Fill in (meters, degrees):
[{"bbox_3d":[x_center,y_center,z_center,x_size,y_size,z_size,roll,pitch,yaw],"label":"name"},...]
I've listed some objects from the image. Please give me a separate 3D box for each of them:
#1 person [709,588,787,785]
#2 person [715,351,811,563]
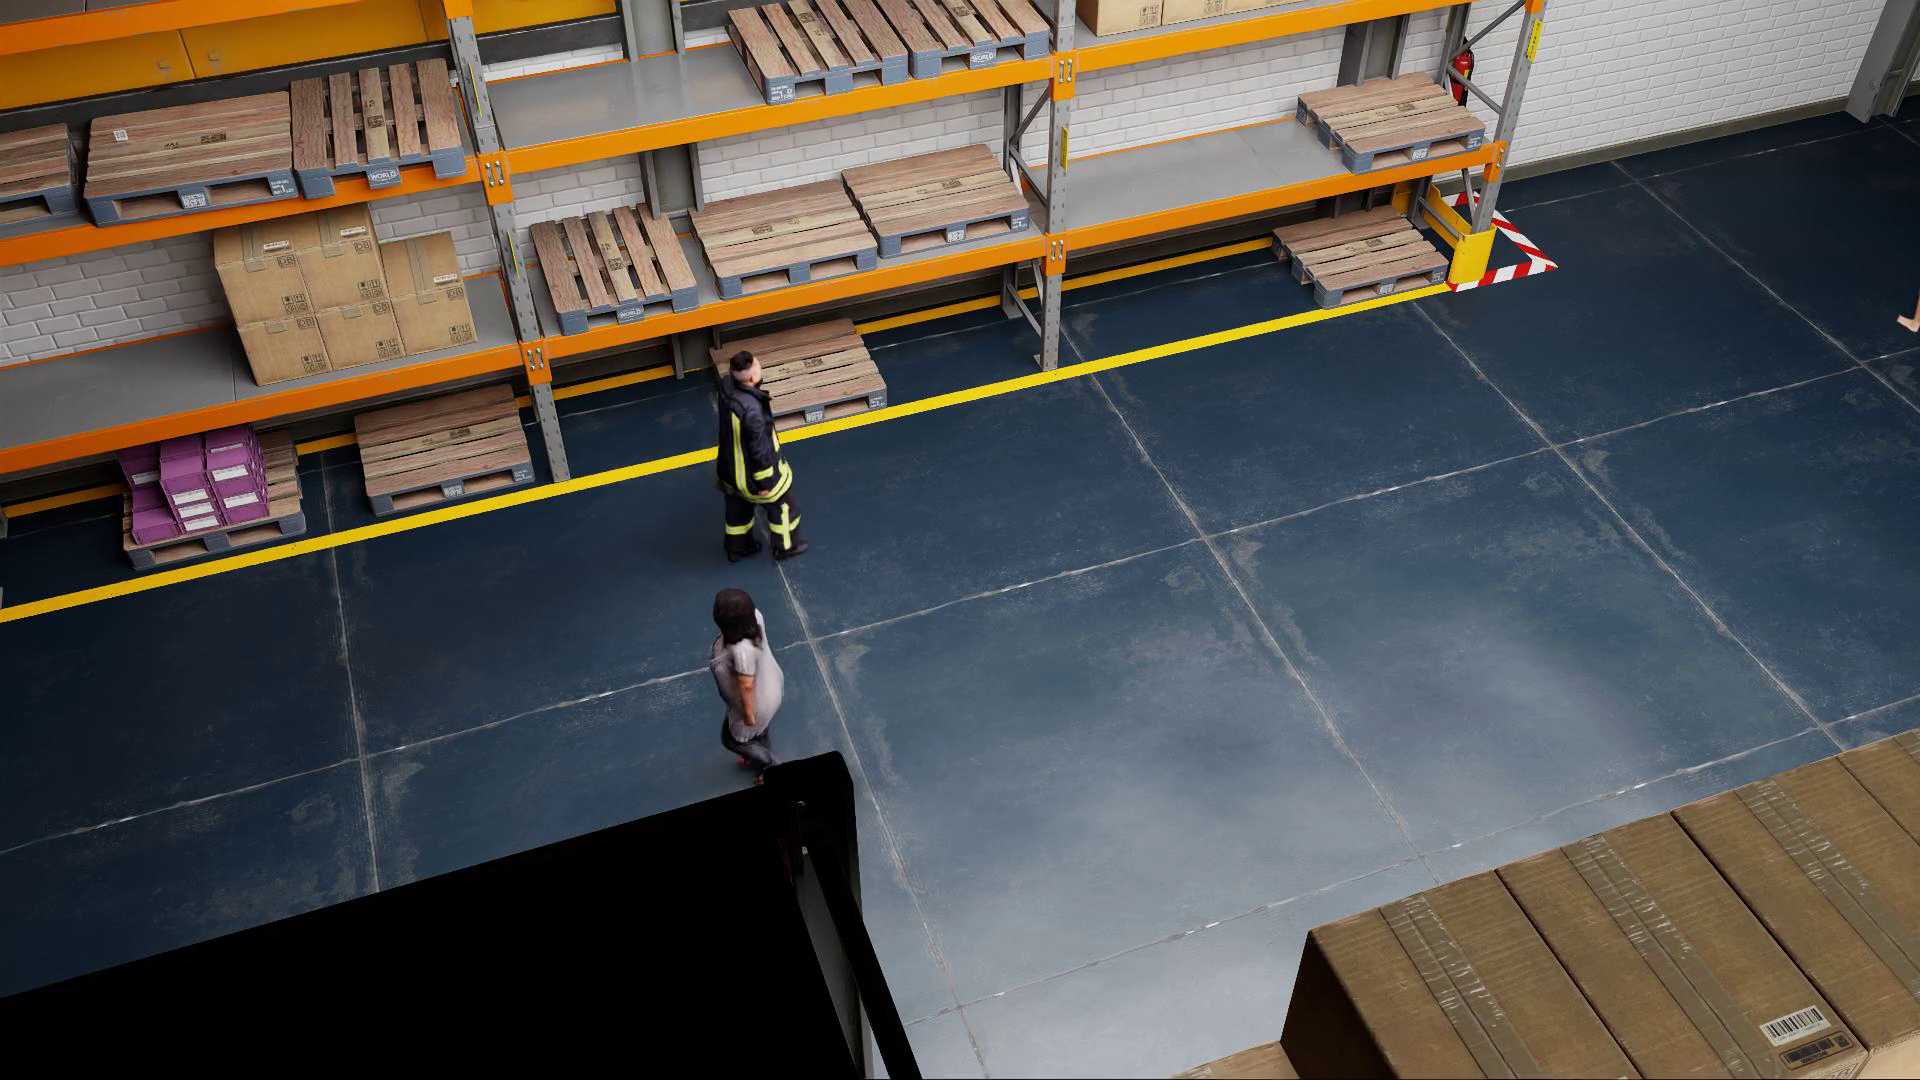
[{"bbox_3d":[-1.203,0.905,10.049,0.770,1.593,0.741,2,44,2],"label":"person"},{"bbox_3d":[-1.503,-0.525,11.366,0.920,1.846,0.883,-30,51,-27],"label":"person"}]
